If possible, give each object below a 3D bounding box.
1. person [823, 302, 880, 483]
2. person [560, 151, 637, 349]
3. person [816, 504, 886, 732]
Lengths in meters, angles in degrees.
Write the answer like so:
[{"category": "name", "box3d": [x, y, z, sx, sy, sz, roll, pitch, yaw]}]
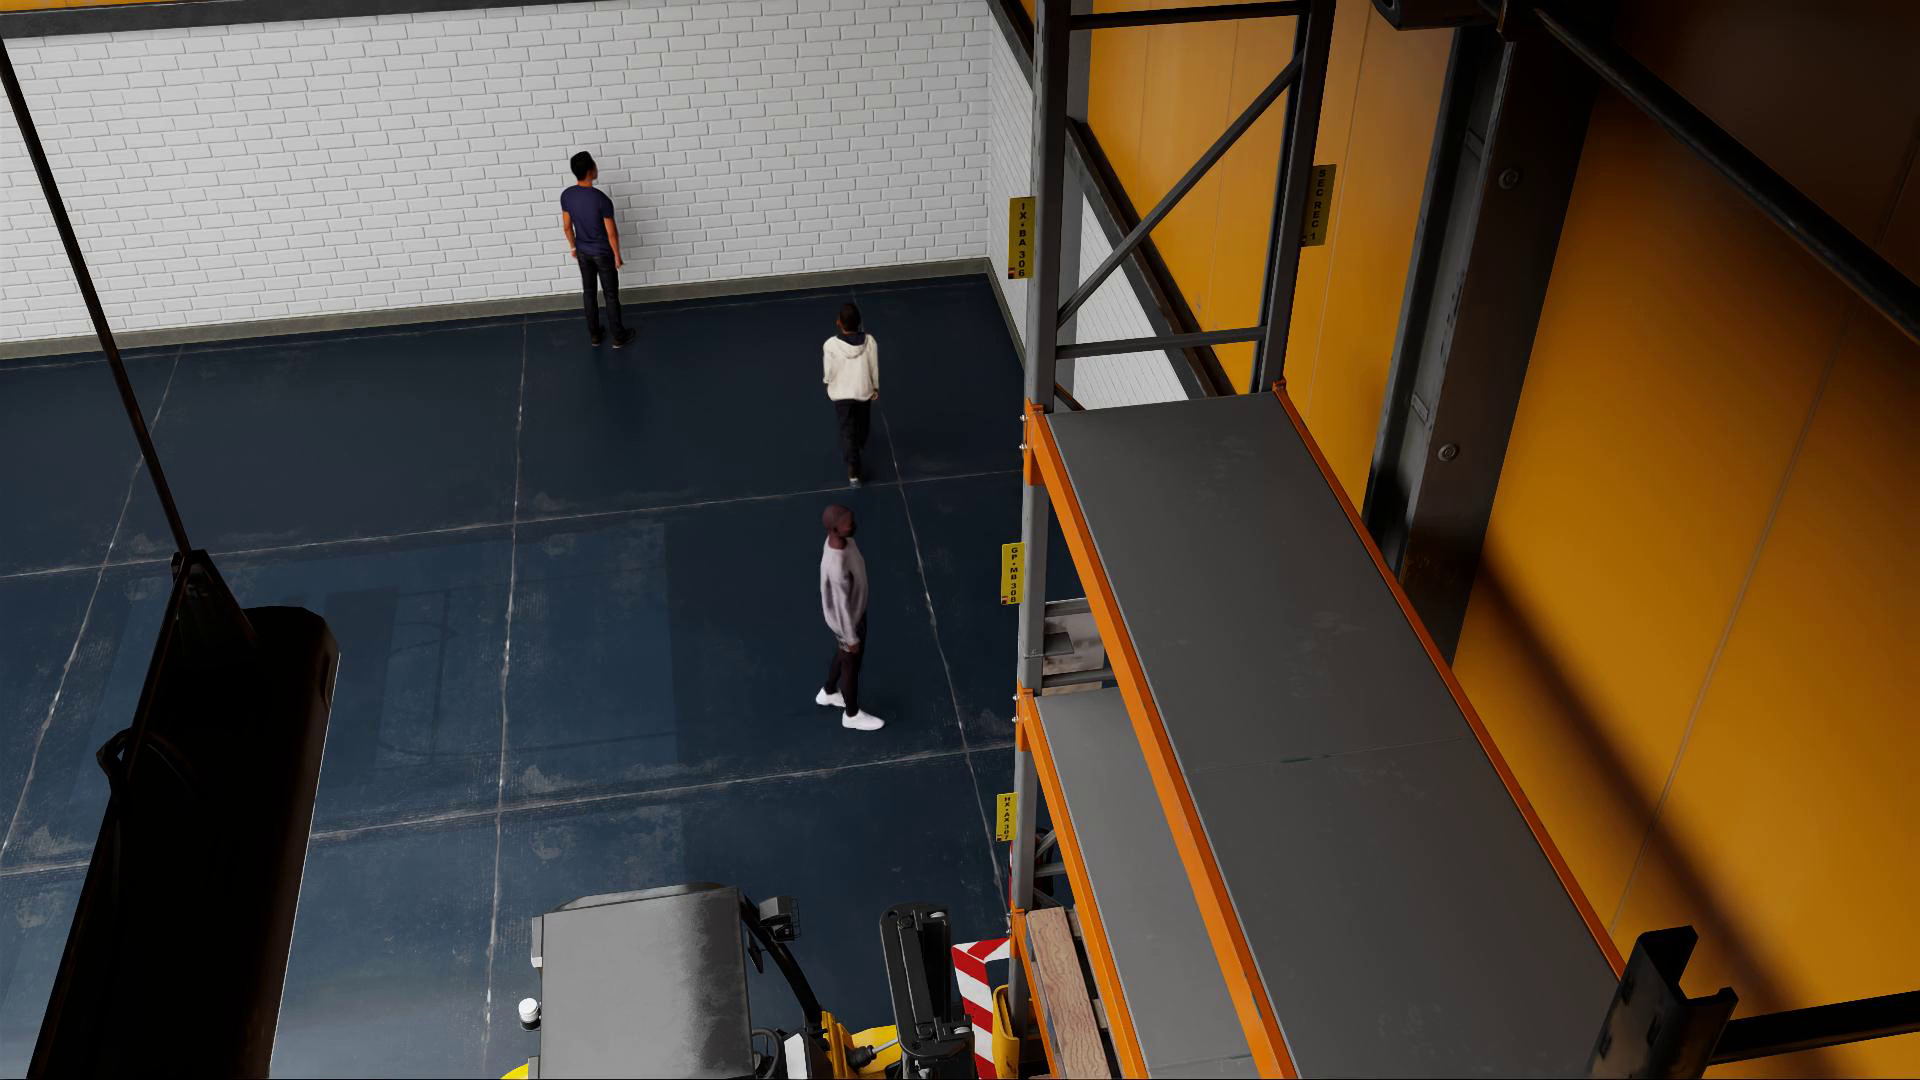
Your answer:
[{"category": "person", "box3d": [-0.836, -1.120, 12.891, 0.592, 1.434, 0.936, -8, 39, -9]}, {"category": "person", "box3d": [-3.147, -2.482, 14.312, 0.709, 1.790, 0.681, 10, 40, 12]}, {"category": "person", "box3d": [-0.765, 0.480, 10.608, 0.742, 1.783, 0.688, 0, 39, 1]}]
